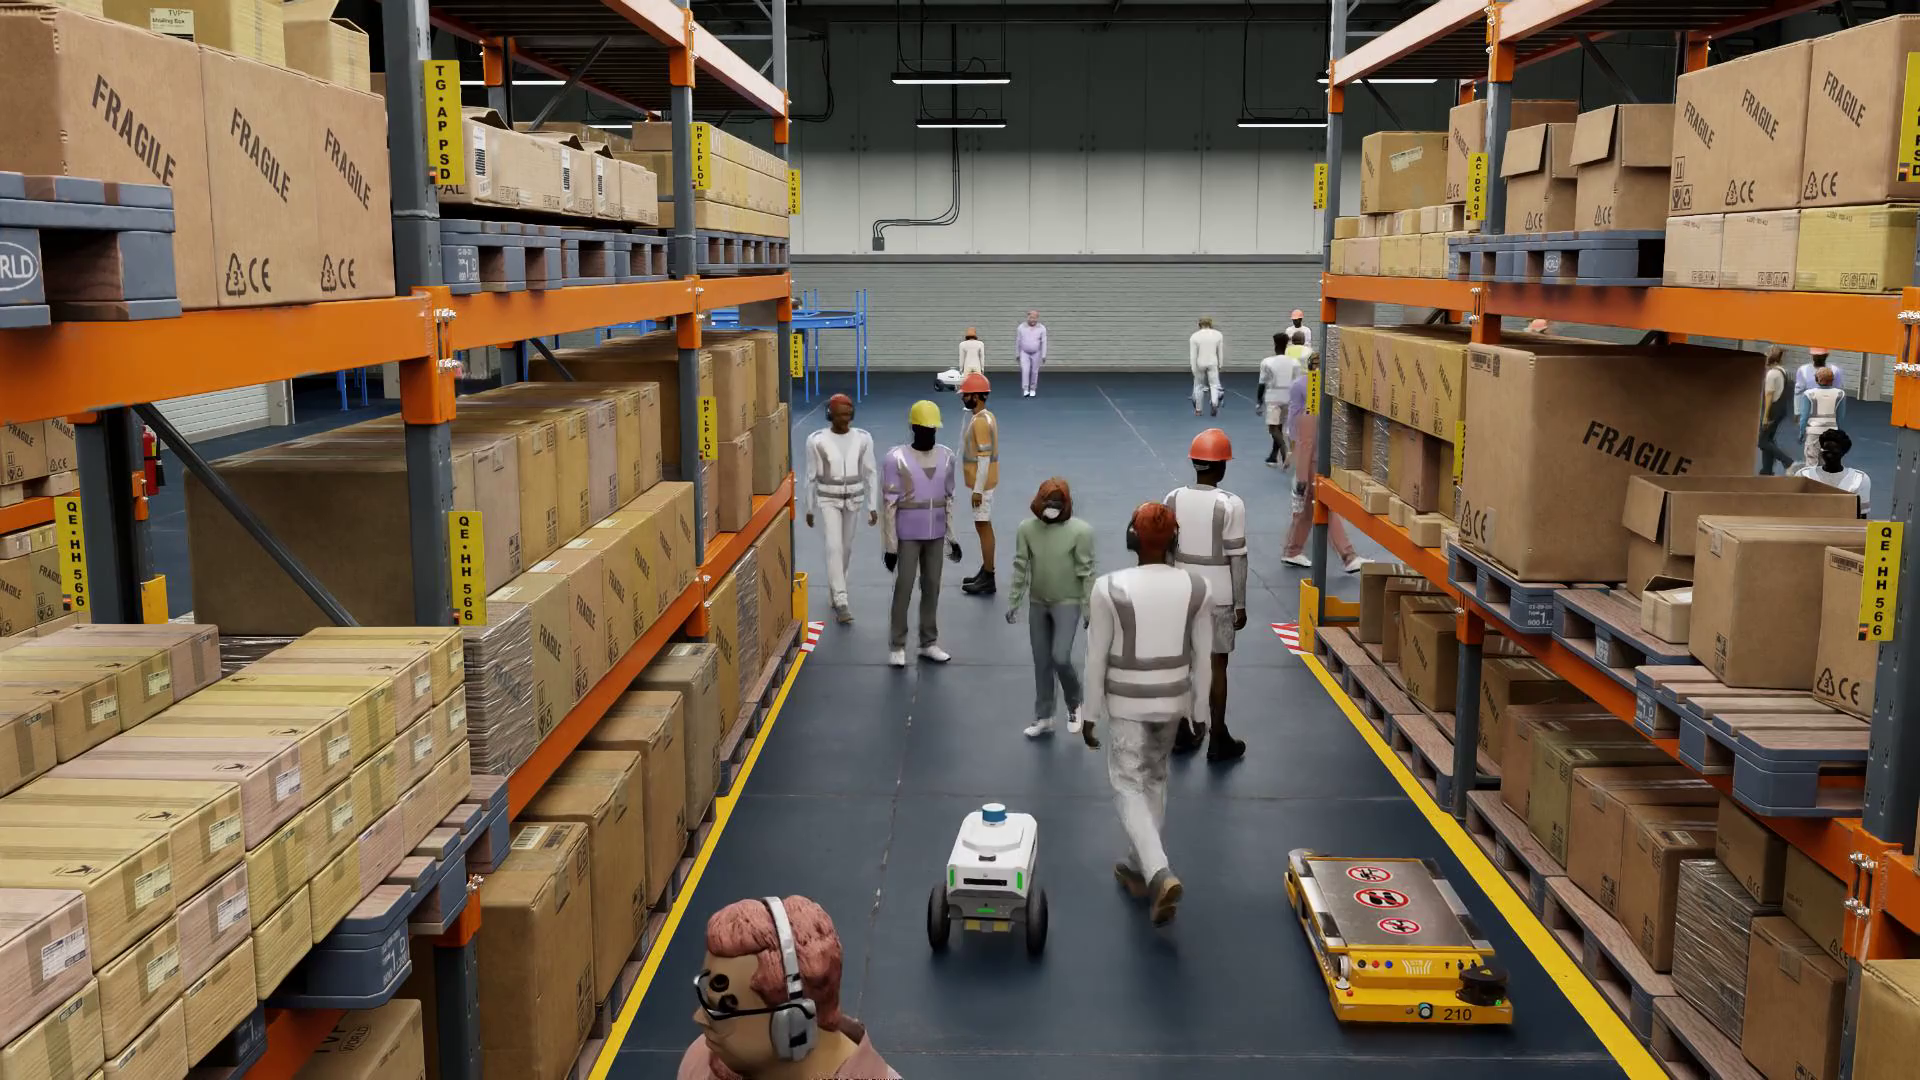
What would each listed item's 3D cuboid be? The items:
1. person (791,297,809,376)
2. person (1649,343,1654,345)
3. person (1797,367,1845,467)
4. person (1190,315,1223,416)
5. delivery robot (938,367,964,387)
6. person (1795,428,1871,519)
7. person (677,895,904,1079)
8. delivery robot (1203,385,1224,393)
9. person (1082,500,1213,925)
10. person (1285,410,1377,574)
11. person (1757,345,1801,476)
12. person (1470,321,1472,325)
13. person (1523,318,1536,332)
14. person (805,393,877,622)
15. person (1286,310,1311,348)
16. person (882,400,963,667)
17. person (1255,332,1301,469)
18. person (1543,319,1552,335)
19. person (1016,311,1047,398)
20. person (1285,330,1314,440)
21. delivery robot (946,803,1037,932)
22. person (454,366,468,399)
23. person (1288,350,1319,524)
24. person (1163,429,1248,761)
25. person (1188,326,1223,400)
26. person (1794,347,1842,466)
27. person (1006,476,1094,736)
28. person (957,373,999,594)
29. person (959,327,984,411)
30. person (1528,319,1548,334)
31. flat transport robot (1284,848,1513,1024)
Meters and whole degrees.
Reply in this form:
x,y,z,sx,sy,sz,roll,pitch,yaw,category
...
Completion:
x,y,z,sx,sy,sz,roll,pitch,yaw,category
-4.098,-5.178,42.491,0.610,2.000,0.686,4,10,21,person
10.526,-2.179,25.474,0.535,1.682,0.503,0,9,3,person
10.452,-1.278,20.193,0.513,1.642,0.313,1,10,6,person
4.654,-3.288,31.410,0.650,1.917,0.822,0,9,1,person
-0.171,-3.671,37.623,0.707,0.478,0.477,9,13,43,delivery robot
6.375,0.020,12.246,0.540,1.697,0.317,6,11,30,person
-0.285,1.501,2.766,0.642,1.905,0.399,9,13,42,person
5.061,-3.095,33.396,0.335,0.223,0.698,7,12,34,delivery robot
0.853,0.753,7.394,0.585,1.859,0.817,-3,10,-15,person
3.491,-0.624,15.624,0.979,1.851,0.674,7,12,35,person
10.675,-1.627,21.712,0.567,1.830,0.524,8,12,40,person
11.701,-4.272,37.967,0.318,1.697,0.535,-7,12,-38,person
13.298,-4.387,38.592,0.505,1.727,0.826,-9,13,-43,person
-1.000,-0.303,13.773,0.569,1.844,0.963,-4,10,-20,person
6.901,-3.745,34.085,0.548,1.937,0.379,6,11,34,person
-0.271,-0.048,12.030,0.649,1.917,0.395,-6,11,-32,person
4.528,-1.971,23.491,0.612,1.926,0.928,-3,10,-16,person
13.664,-4.429,39.178,0.825,1.601,0.545,8,13,41,person
1.524,-3.989,35.811,0.671,1.855,0.997,0,9,1,person
5.494,-2.504,27.031,0.866,1.814,0.629,-9,13,-42,person
0.147,1.396,7.270,0.477,0.478,0.707,1,10,7,delivery robot
-4.678,-0.715,15.746,0.618,2.013,0.943,6,11,33,person
3.951,-1.146,18.515,0.633,1.938,0.356,-2,10,-10,person
1.449,0.314,9.771,0.545,1.938,0.357,7,12,38,person
5.198,-3.777,34.906,0.521,1.728,0.881,-6,11,-32,person
11.384,-1.715,22.107,0.546,1.872,1.026,8,12,39,person
0.542,0.409,10.135,0.545,1.619,0.346,6,11,31,person
0.154,-0.507,14.690,0.377,1.936,0.549,1,10,5,person
0.232,-3.361,32.695,0.498,1.633,0.279,-1,10,-4,person
9.947,-2.796,28.354,0.943,1.962,0.628,9,13,42,person
1.799,1.629,7.002,0.652,0.197,1.431,0,9,3,flat transport robot
